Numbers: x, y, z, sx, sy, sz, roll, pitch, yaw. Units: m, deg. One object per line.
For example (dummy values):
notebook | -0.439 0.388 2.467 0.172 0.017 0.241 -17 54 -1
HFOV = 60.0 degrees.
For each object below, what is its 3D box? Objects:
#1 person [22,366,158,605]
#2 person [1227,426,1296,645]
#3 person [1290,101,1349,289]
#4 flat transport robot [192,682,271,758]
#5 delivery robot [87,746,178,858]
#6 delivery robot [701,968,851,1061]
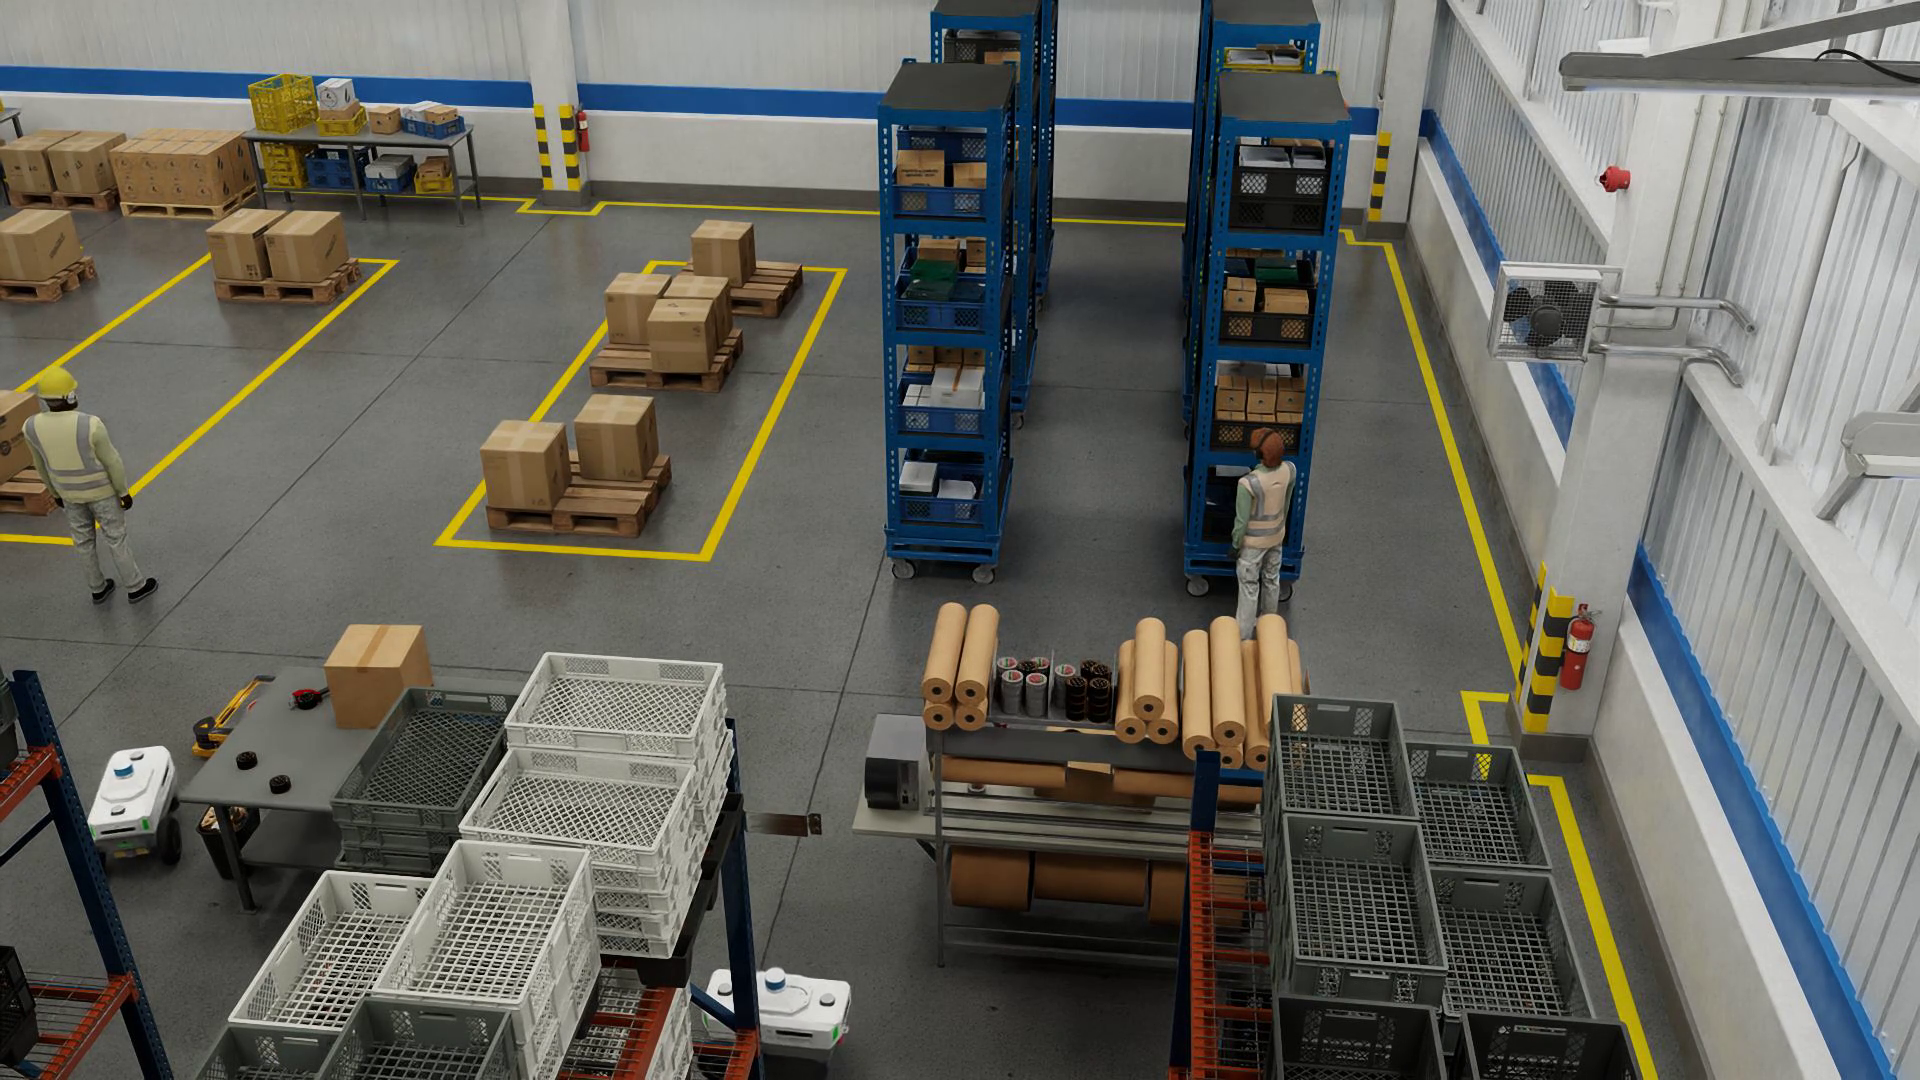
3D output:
person | -6.155 -0.377 11.750 0.590 1.836 0.404 1 30 1
person | 2.036 -0.011 11.309 0.514 1.645 0.308 -22 36 -32
person | 3.709 -3.547 17.061 0.437 1.980 0.632 -15 33 -24
flat transport robot | -4.089 1.163 10.648 1.431 0.197 0.652 3 30 6
delivery robot | -4.829 1.497 9.704 0.477 0.478 0.707 -6 31 -10
delivery robot | -0.905 2.337 8.263 0.707 0.478 0.477 4 31 7
